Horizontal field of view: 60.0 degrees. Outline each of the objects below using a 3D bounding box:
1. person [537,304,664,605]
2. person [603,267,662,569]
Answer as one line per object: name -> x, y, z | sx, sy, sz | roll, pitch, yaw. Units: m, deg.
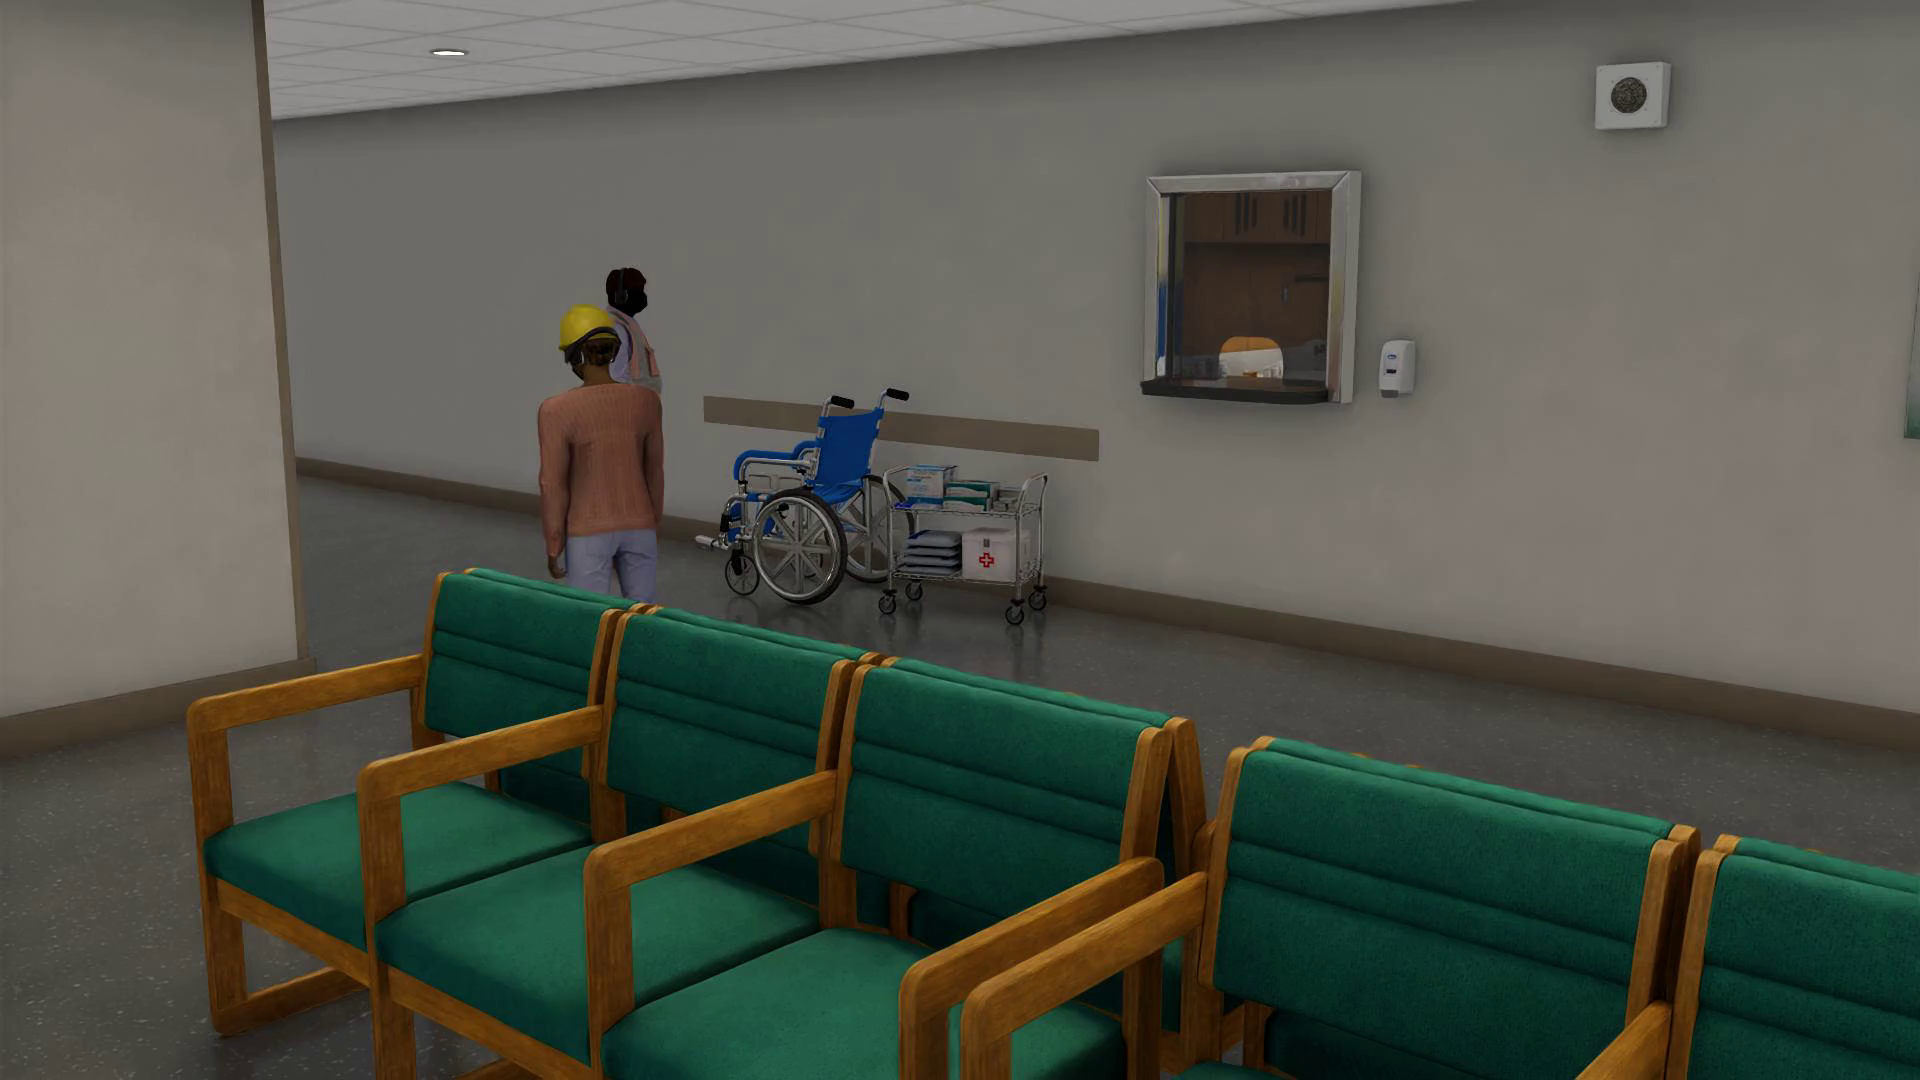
person -> -1.372, -0.023, 6.390 | 0.522, 1.752, 0.374 | -8, 13, -38
person -> -2.043, -0.746, 10.230 | 0.429, 1.842, 0.633 | -1, 10, -8
